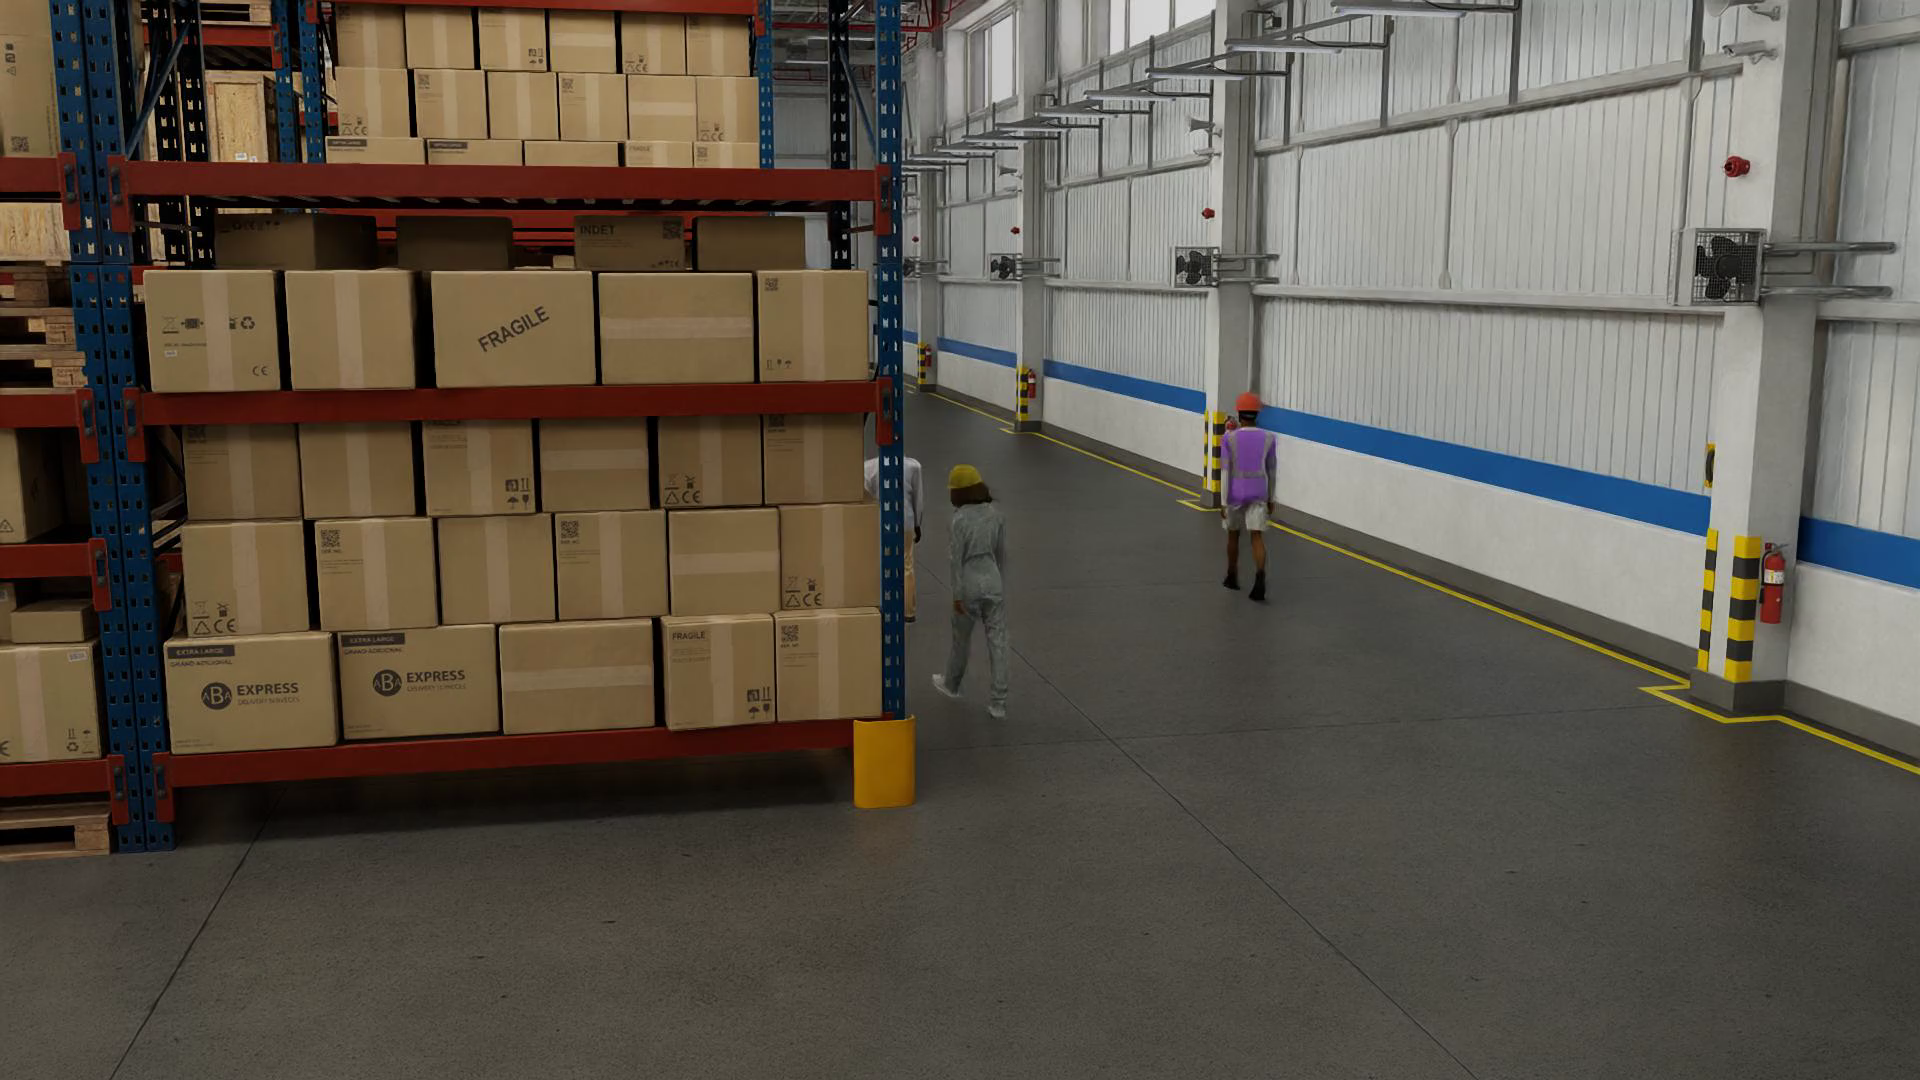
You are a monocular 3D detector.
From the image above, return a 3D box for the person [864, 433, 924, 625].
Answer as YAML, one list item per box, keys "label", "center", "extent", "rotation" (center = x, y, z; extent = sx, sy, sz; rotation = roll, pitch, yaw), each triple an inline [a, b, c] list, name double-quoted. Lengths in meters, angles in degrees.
- label: "person"
  center: [-0.589, -0.142, 14.090]
  extent: [0.563, 1.753, 0.327]
  rotation: [-2, 10, -11]

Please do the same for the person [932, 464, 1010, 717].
- label: "person"
  center: [0.076, 0.325, 11.391]
  extent: [0.501, 1.690, 0.879]
  rotation: [-5, 11, -28]

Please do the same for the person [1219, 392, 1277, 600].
- label: "person"
  center: [2.662, -0.414, 15.331]
  extent: [0.558, 1.900, 0.966]
  rotation: [-1, 9, -5]
